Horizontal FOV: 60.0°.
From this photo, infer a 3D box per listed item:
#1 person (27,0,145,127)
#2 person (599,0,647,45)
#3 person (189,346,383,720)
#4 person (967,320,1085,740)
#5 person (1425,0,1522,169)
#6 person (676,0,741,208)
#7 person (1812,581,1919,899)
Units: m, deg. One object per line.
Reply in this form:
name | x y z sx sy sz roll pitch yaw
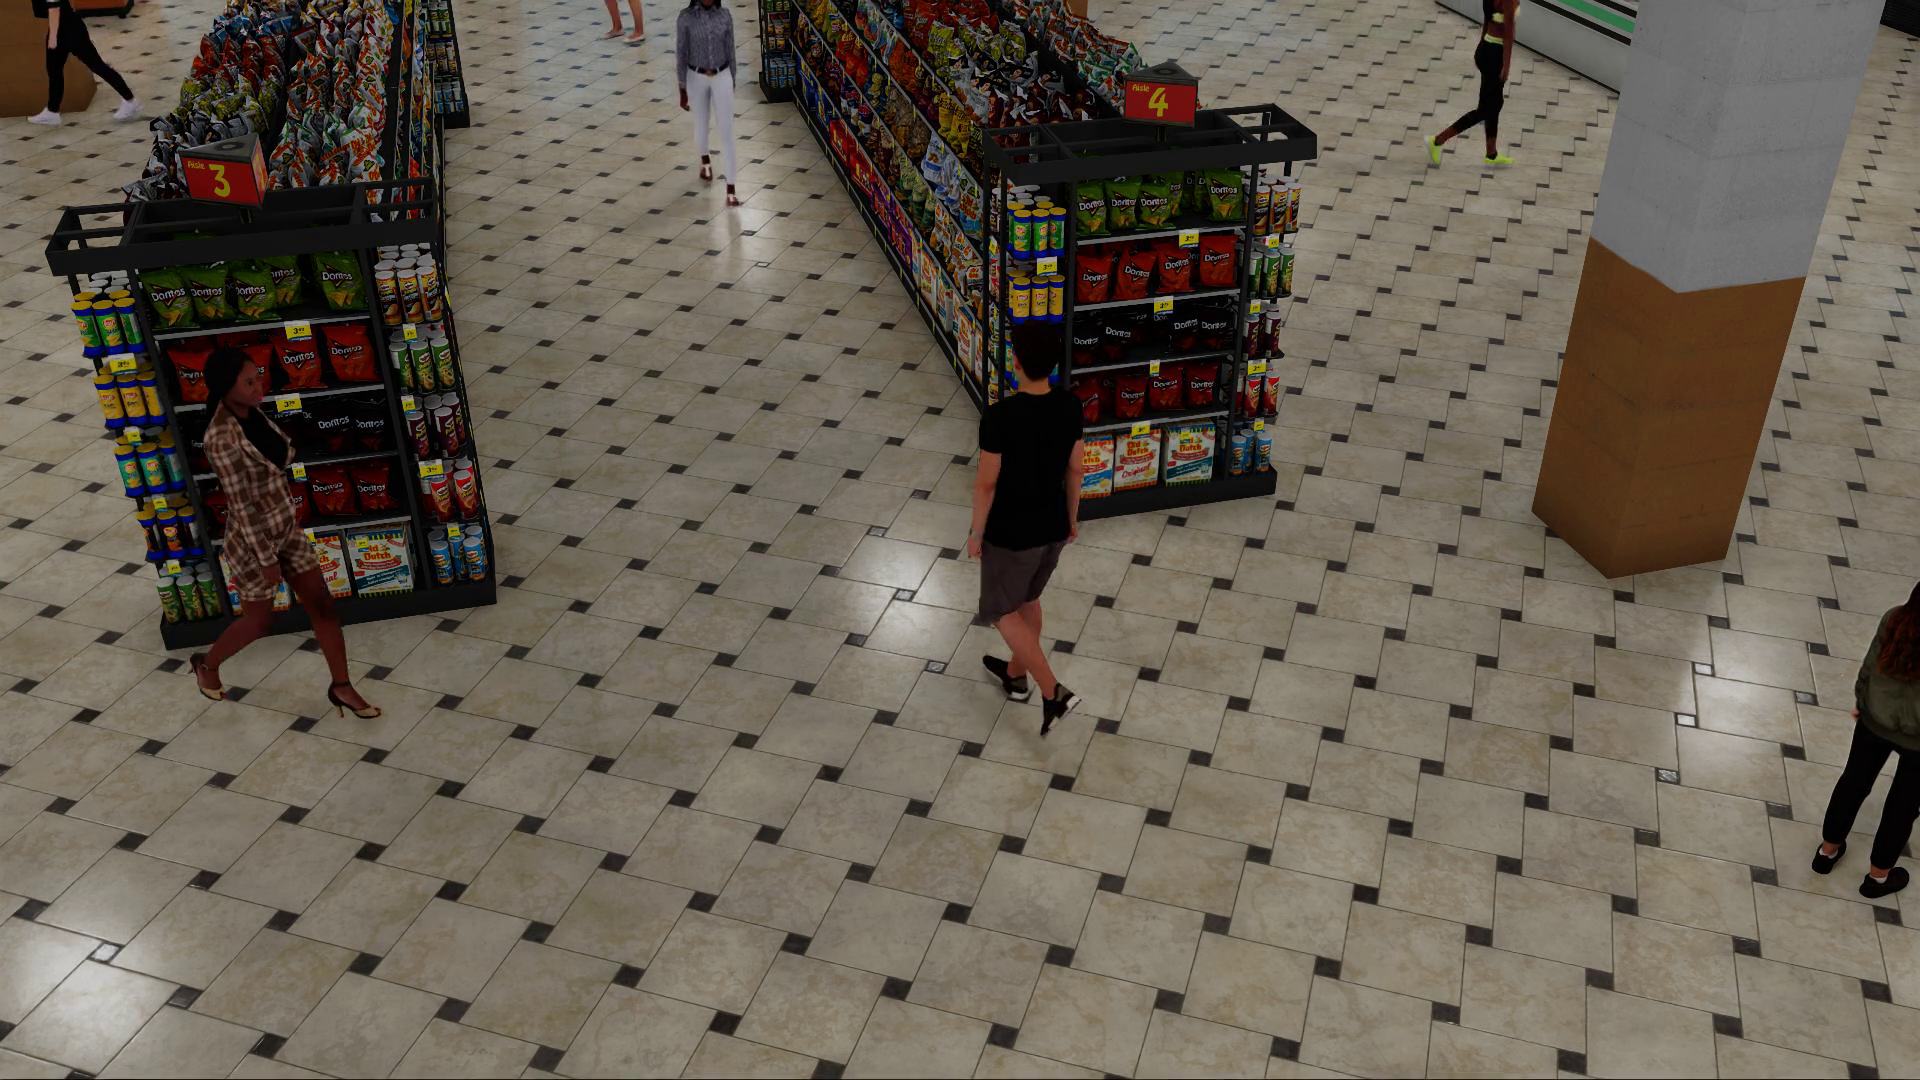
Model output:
person | -7.468 -4.298 14.088 0.852 1.590 1.135 -16 35 -24
person | -3.291 -5.721 16.278 0.805 1.692 0.736 -20 37 -29
person | -2.985 0.075 6.976 0.934 1.677 1.092 5 32 8
person | 0.317 -0.001 6.943 0.886 1.843 1.118 -20 37 -28
person | 4.092 -3.738 13.054 0.739 1.731 1.011 -3 32 -5
person | -1.923 -3.443 12.631 0.667 1.677 1.217 -6 32 -9
person | 3.510 0.694 6.173 0.712 1.476 0.590 -25 39 -34
